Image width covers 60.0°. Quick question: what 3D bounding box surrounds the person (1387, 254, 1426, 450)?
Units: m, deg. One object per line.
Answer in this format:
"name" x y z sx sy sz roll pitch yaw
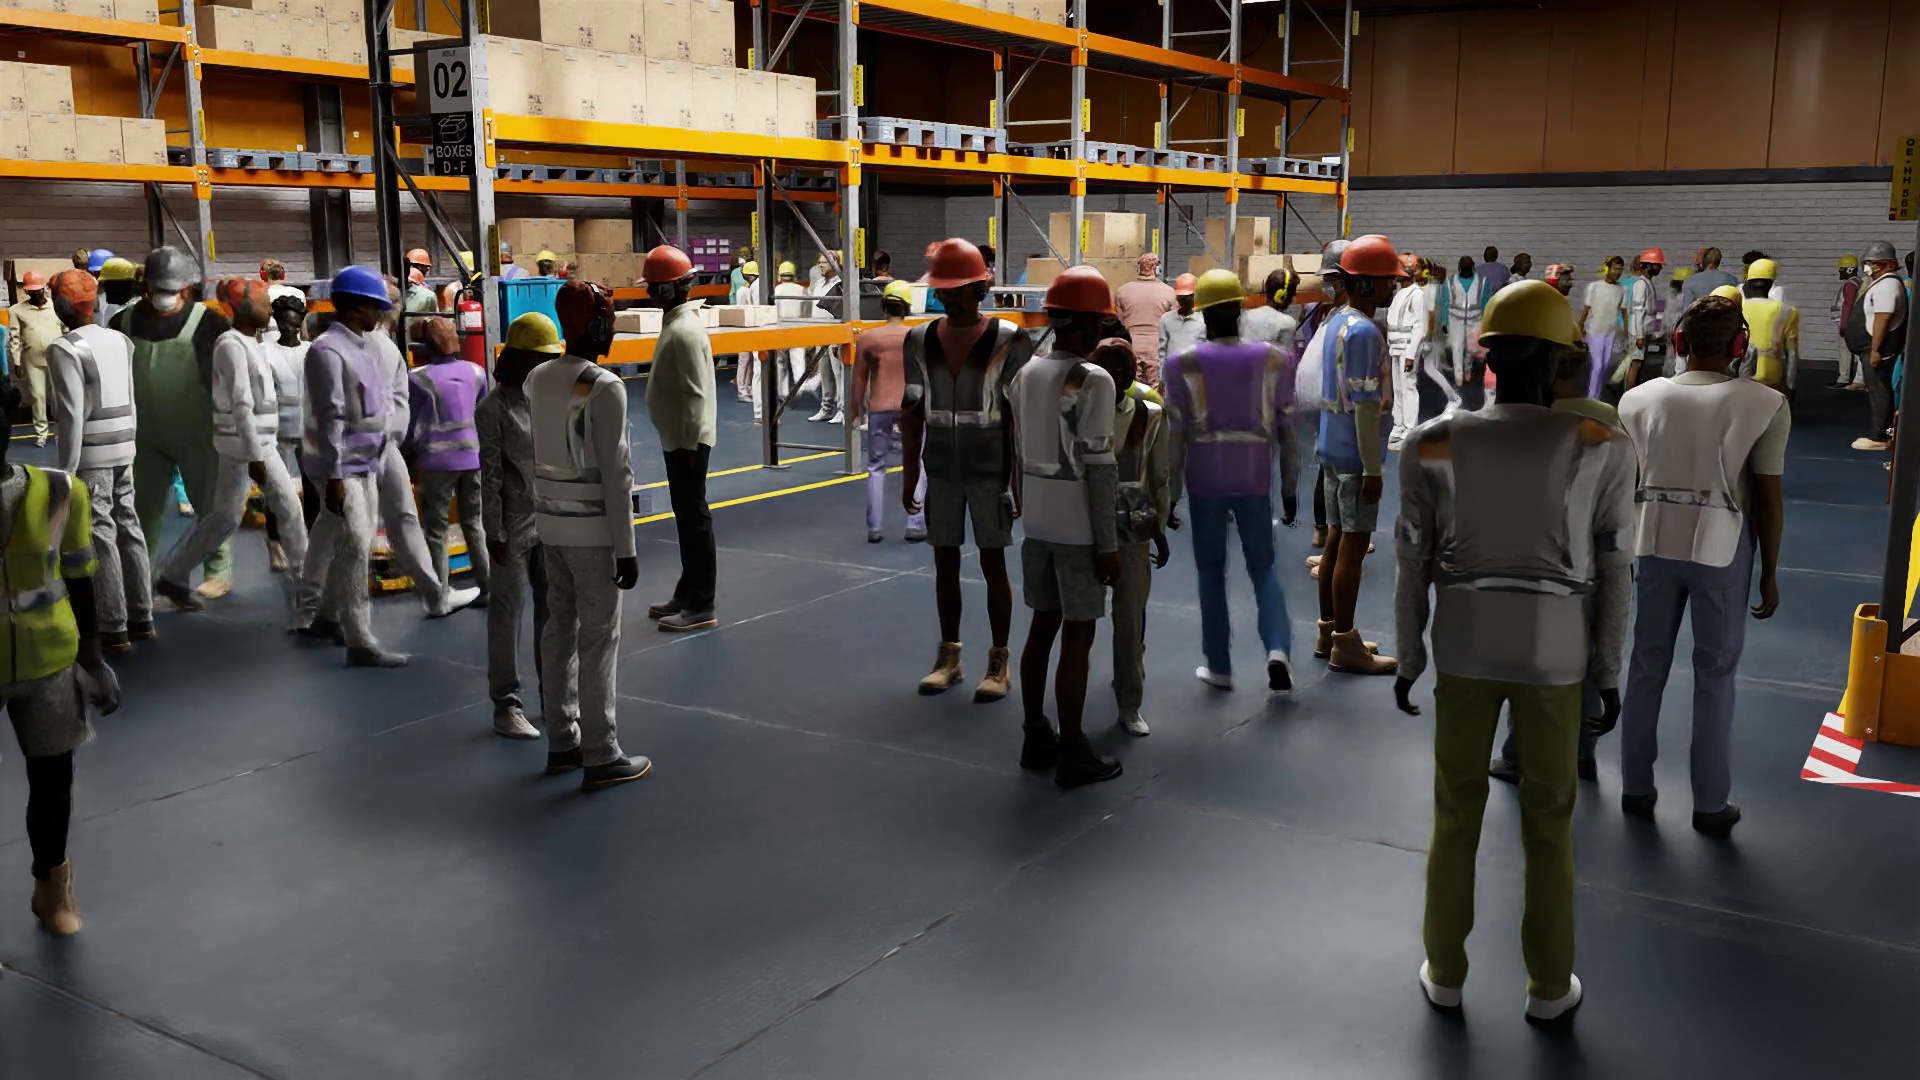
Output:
"person" 4.290 -1.808 16.088 0.354 1.883 0.573 -1 10 -4

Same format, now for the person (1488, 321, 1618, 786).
"person" 2.183 0.041 6.199 0.530 1.761 0.340 -3 11 -15

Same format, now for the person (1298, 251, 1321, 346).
"person" 5.451 -3.580 26.015 0.346 1.845 0.505 7 12 33

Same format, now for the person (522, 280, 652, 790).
"person" -1.391 -0.016 6.174 0.351 1.880 0.576 -10 14 -44

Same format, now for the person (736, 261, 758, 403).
"person" -2.606 -2.588 20.763 0.336 1.757 0.518 4 11 22

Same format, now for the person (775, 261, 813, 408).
"person" -2.040 -2.463 20.026 0.615 1.789 0.840 -2 10 -12

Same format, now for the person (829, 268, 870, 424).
"person" -1.132 -2.180 18.098 0.598 1.907 0.408 -4 11 -23

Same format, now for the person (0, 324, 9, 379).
"person" -7.733 -1.177 12.993 0.351 1.738 0.575 6 12 31

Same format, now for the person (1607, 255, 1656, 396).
"person" 8.608 -2.705 21.199 0.431 1.831 0.578 -1 10 -8

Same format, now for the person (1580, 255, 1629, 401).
"person" 7.450 -2.349 19.193 0.561 1.840 0.644 -1 10 -5

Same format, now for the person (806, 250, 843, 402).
"person" -1.569 -2.620 20.551 0.676 1.906 0.587 -5 11 -24

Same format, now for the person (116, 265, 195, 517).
"person" -5.858 -1.076 12.136 0.508 1.846 0.345 -5 11 -24

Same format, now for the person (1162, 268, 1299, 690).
"person" 1.209 -0.251 7.430 0.609 1.900 0.670 -1 10 -5

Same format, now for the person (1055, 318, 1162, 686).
"person" 0.672 -0.176 7.584 0.539 1.692 0.320 7 12 35

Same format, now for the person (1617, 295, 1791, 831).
"person" 2.521 0.084 5.740 0.559 1.836 0.394 9 14 42

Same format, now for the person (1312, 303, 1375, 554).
"person" 2.492 -0.758 10.798 0.319 1.692 0.533 -5 11 -25

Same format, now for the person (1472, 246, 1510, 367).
"person" 8.427 -3.709 26.492 0.628 1.932 0.366 -2 10 -12

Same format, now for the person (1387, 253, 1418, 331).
"person" 6.420 -3.193 23.882 0.564 1.828 0.851 4 11 21

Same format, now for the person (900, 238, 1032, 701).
"person" 0.011 -0.301 7.345 0.611 2.030 0.410 4 11 21

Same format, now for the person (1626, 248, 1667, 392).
"person" 8.015 -2.442 19.477 0.389 1.930 0.544 6 12 29

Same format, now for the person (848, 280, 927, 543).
"person" -0.463 -0.852 11.131 0.615 1.757 0.373 1 10 4

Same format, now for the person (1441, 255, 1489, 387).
"person" 7.026 -3.055 23.175 0.643 1.817 0.696 2 10 12

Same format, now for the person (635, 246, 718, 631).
"person" -1.463 -0.522 8.666 0.392 1.990 0.612 -3 11 -15

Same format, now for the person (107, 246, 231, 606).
"person" -4.333 -0.622 9.077 0.727 2.000 0.906 -1 10 -3

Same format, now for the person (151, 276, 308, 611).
"person" -3.936 -0.509 9.049 0.994 1.837 0.581 -1 10 -7

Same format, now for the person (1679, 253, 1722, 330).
"person" 9.093 -2.558 20.234 0.981 1.882 0.560 -1 10 -3

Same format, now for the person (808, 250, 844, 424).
"person" -1.435 -2.242 18.423 0.408 1.909 0.638 -9 13 -40

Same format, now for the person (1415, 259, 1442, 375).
"person" 7.048 -3.356 25.065 0.371 1.742 0.562 7 12 33

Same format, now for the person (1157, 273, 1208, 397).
"person" 1.918 -1.384 14.122 0.566 1.744 0.350 7 12 32

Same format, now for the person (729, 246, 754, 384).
"person" -2.966 -3.136 23.288 0.627 1.940 0.371 6 12 30

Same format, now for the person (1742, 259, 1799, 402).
"person" 6.407 -1.315 13.407 0.599 1.886 1.010 6 12 28
